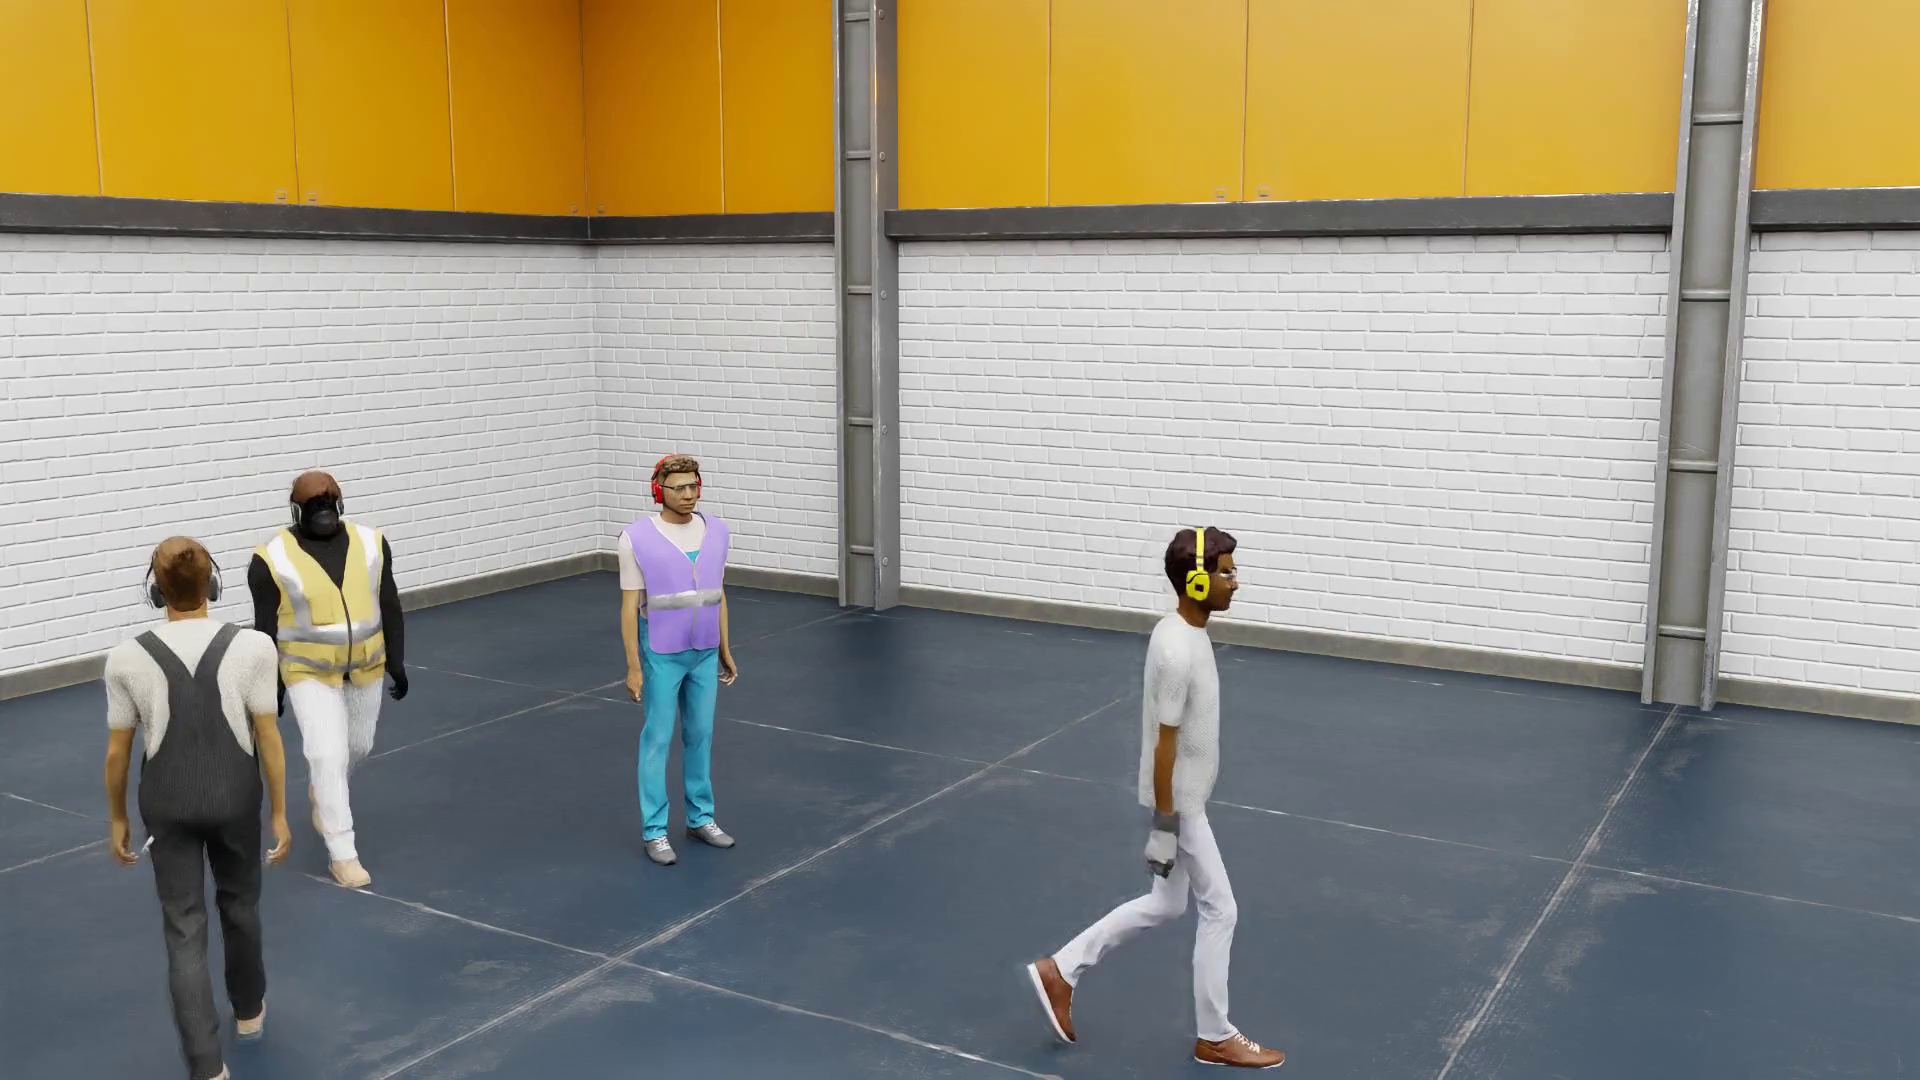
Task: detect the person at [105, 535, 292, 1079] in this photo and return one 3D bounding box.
[{"bbox_3d":[-2.493,0.878,5.455,0.534,1.810,0.797,-4,10,-23],"label":"person"}]

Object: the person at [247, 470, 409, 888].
[{"bbox_3d":[-2.837,0.564,7.446,0.618,1.806,0.886,-8,12,-42],"label":"person"}]

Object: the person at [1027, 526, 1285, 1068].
[{"bbox_3d":[0.657,0.857,5.525,0.805,1.844,0.503,1,9,7],"label":"person"}]

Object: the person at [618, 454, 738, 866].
[{"bbox_3d":[-1.283,0.523,7.559,0.569,1.844,0.377,-9,13,-43],"label":"person"}]
